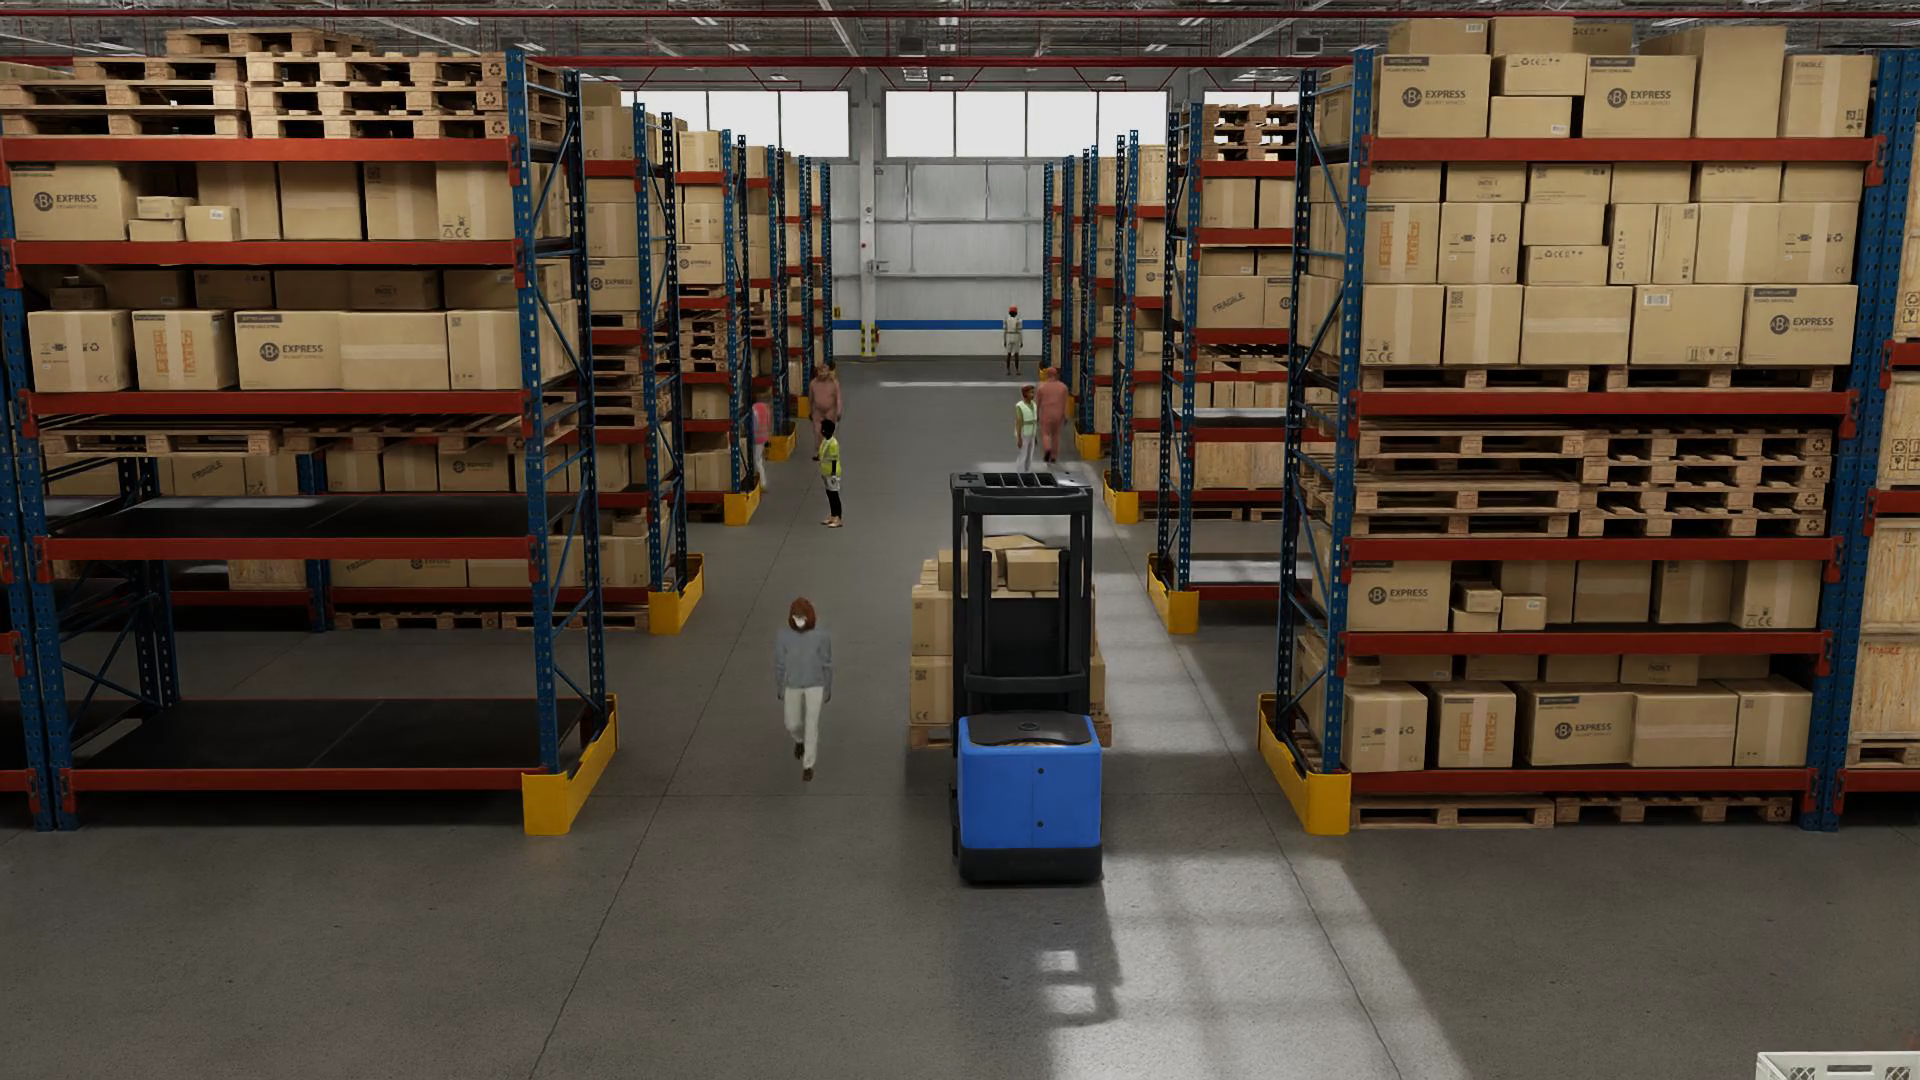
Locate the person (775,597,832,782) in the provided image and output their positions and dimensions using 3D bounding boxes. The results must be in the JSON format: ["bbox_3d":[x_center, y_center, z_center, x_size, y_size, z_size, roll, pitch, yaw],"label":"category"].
[{"bbox_3d":[-1.360,1.271,14.554,0.502,1.618,0.525,0,11,1],"label":"person"}]

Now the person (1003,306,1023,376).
[{"bbox_3d":[1.561,-5.838,48.721,0.608,2.044,0.378,4,12,19],"label":"person"}]

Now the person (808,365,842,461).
[{"bbox_3d":[-2.647,-2.469,32.450,0.671,1.862,0.954,0,11,2],"label":"person"}]

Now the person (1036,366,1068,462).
[{"bbox_3d":[1.779,-2.416,32.146,0.645,1.890,0.520,-1,11,-3],"label":"person"}]

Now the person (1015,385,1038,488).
[{"bbox_3d":[1.160,-1.801,29.199,0.379,1.844,0.570,7,14,33],"label":"person"}]

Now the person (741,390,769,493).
[{"bbox_3d":[-3.632,-1.705,28.806,0.692,1.811,0.640,4,12,20],"label":"person"}]

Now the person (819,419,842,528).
[{"bbox_3d":[-2.018,-1.040,25.812,0.320,1.692,0.529,-5,12,-22],"label":"person"}]

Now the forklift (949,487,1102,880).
[{"bbox_3d":[0.495,0.986,12.813,1.129,2.768,1.873,0,11,-2],"label":"forklift"}]
